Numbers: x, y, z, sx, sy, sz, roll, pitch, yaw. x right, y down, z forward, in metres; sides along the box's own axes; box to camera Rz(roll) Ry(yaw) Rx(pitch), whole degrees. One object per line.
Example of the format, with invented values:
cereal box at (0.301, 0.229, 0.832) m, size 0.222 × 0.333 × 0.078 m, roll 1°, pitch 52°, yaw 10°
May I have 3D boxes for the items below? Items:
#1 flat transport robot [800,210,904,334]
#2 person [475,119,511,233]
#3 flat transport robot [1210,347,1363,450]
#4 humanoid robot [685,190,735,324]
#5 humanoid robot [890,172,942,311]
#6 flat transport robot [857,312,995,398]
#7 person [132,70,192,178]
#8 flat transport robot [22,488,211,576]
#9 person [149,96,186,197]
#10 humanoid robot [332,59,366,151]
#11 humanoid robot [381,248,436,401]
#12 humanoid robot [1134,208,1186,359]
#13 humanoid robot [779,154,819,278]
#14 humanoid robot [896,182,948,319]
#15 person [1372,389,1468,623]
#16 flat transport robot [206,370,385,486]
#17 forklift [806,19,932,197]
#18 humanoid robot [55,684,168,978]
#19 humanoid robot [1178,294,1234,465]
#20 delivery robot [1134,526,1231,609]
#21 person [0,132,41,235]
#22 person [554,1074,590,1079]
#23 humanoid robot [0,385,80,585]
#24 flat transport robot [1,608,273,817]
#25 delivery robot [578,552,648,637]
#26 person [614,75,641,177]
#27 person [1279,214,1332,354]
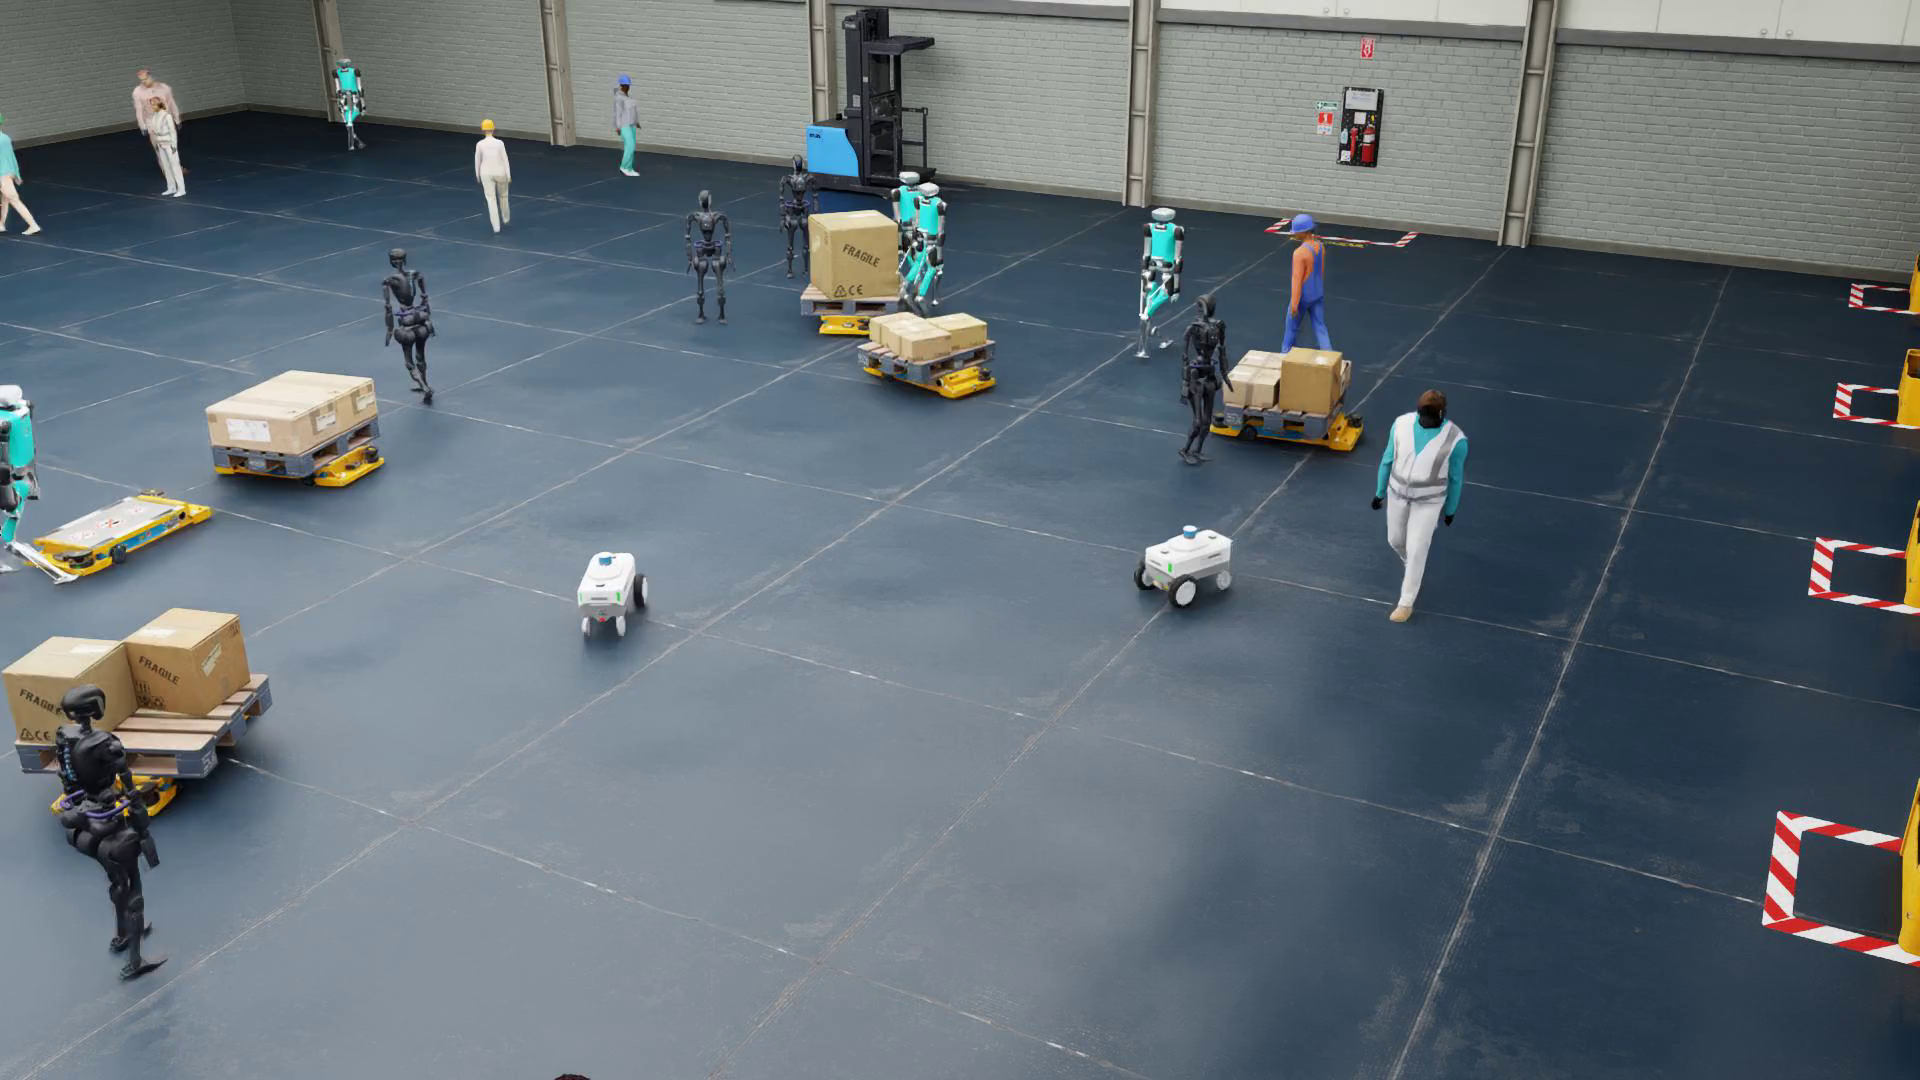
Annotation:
flat transport robot at (-1.306, -2.836, 20.765) m, size 0.659 × 0.231 × 1.431 m, roll 2°, pitch 23°, yaw 4°
person at (-7.115, -5.571, 25.361) m, size 0.508 × 1.649 × 0.860 m, roll -6°, pitch 24°, yaw -13°
flat transport robot at (3.338, -1.194, 16.941) m, size 1.431 × 0.231 × 0.659 m, roll 9°, pitch 25°, yaw 20°
humanoid robot at (-3.082, -3.493, 20.508) m, size 0.600 × 1.649 × 0.405 m, roll -3°, pitch 23°, yaw -8°
humanoid robot at (-0.465, -3.677, 20.889) m, size 0.530 × 1.789 × 0.869 m, roll -19°, pitch 29°, yaw -36°
flat transport robot at (-0.358, -1.882, 18.545) m, size 1.431 × 0.231 × 0.659 m, roll 21°, pitch 31°, yaw 40°
person at (-14.000, -7.308, 29.168) m, size 0.788 × 1.860 × 0.454 m, roll -17°, pitch 29°, yaw -35°
flat transport robot at (-7.249, -0.075, 14.337) m, size 0.659 × 0.231 × 1.431 m, roll 8°, pitch 25°, yaw 19°
person at (-13.197, -6.541, 27.654) m, size 0.521 × 1.636 × 0.308 m, roll 14°, pitch 27°, yaw 30°
humanoid robot at (-11.491, -8.090, 31.195) m, size 0.557 × 1.757 × 1.042 m, roll 0°, pitch 23°, yaw 0°
humanoid robot at (-5.843, -2.295, 17.776) m, size 0.582 × 1.658 × 0.599 m, roll 15°, pitch 27°, yaw 31°
humanoid robot at (2.182, -2.883, 19.060) m, size 0.552 × 1.742 × 1.049 m, roll 17°, pitch 29°, yaw 35°
humanoid robot at (-2.183, -4.410, 22.627) m, size 0.599 × 1.657 × 0.315 m, roll -9°, pitch 25°, yaw -20°
humanoid robot at (-0.517, -3.391, 20.252) m, size 0.664 × 1.846 × 0.542 m, roll -21°, pitch 31°, yaw -39°
person at (3.578, -0.331, 12.980) m, size 0.625 × 1.806 × 0.825 m, roll 17°, pitch 29°, yaw 35°
flat transport robot at (-6.332, -0.769, 15.952) m, size 1.431 × 0.231 × 0.659 m, roll 7°, pitch 24°, yaw 15°
forklift at (-1.573, -7.292, 27.850) m, size 1.873 × 2.768 × 1.129 m, roll 12°, pitch 26°, yaw 25°
humanoid robot at (-4.551, 1.518, 8.858) m, size 0.589 × 1.648 × 0.494 m, roll 10°, pitch 25°, yaw 21°
humanoid robot at (2.356, -1.554, 15.999) m, size 0.601 × 1.654 × 0.343 m, roll -15°, pitch 28°, yaw -32°
delivery robot at (1.805, 0.197, 13.366) m, size 0.790 × 0.614 × 0.499 m, roll -16°, pitch 28°, yaw -32°
person at (-14.391, -5.498, 24.986) m, size 0.968 × 1.826 × 0.505 m, roll 2°, pitch 23°, yaw 4°
person at (-1.316, 2.663, 5.875) m, size 0.393 × 1.920 × 0.587 m, roll 12°, pitch 26°, yaw 26°
humanoid robot at (-7.676, -0.387, 13.231) m, size 0.985 × 1.759 × 0.574 m, roll 0°, pitch 23°, yaw 0°
flat transport robot at (-5.302, 1.369, 10.975) m, size 0.659 × 0.231 × 1.431 m, roll 1°, pitch 23°, yaw 3°
delivery robot at (-2.732, 0.380, 12.906) m, size 0.499 × 0.587 × 0.788 m, roll -1°, pitch 23°, yaw -1°
person at (-5.820, -7.248, 29.151) m, size 0.431 × 1.763 × 0.534 m, roll 7°, pitch 24°, yaw 17°
person at (3.866, -2.696, 18.454) m, size 0.583 × 1.848 × 0.986 m, roll -15°, pitch 27°, yaw -30°
